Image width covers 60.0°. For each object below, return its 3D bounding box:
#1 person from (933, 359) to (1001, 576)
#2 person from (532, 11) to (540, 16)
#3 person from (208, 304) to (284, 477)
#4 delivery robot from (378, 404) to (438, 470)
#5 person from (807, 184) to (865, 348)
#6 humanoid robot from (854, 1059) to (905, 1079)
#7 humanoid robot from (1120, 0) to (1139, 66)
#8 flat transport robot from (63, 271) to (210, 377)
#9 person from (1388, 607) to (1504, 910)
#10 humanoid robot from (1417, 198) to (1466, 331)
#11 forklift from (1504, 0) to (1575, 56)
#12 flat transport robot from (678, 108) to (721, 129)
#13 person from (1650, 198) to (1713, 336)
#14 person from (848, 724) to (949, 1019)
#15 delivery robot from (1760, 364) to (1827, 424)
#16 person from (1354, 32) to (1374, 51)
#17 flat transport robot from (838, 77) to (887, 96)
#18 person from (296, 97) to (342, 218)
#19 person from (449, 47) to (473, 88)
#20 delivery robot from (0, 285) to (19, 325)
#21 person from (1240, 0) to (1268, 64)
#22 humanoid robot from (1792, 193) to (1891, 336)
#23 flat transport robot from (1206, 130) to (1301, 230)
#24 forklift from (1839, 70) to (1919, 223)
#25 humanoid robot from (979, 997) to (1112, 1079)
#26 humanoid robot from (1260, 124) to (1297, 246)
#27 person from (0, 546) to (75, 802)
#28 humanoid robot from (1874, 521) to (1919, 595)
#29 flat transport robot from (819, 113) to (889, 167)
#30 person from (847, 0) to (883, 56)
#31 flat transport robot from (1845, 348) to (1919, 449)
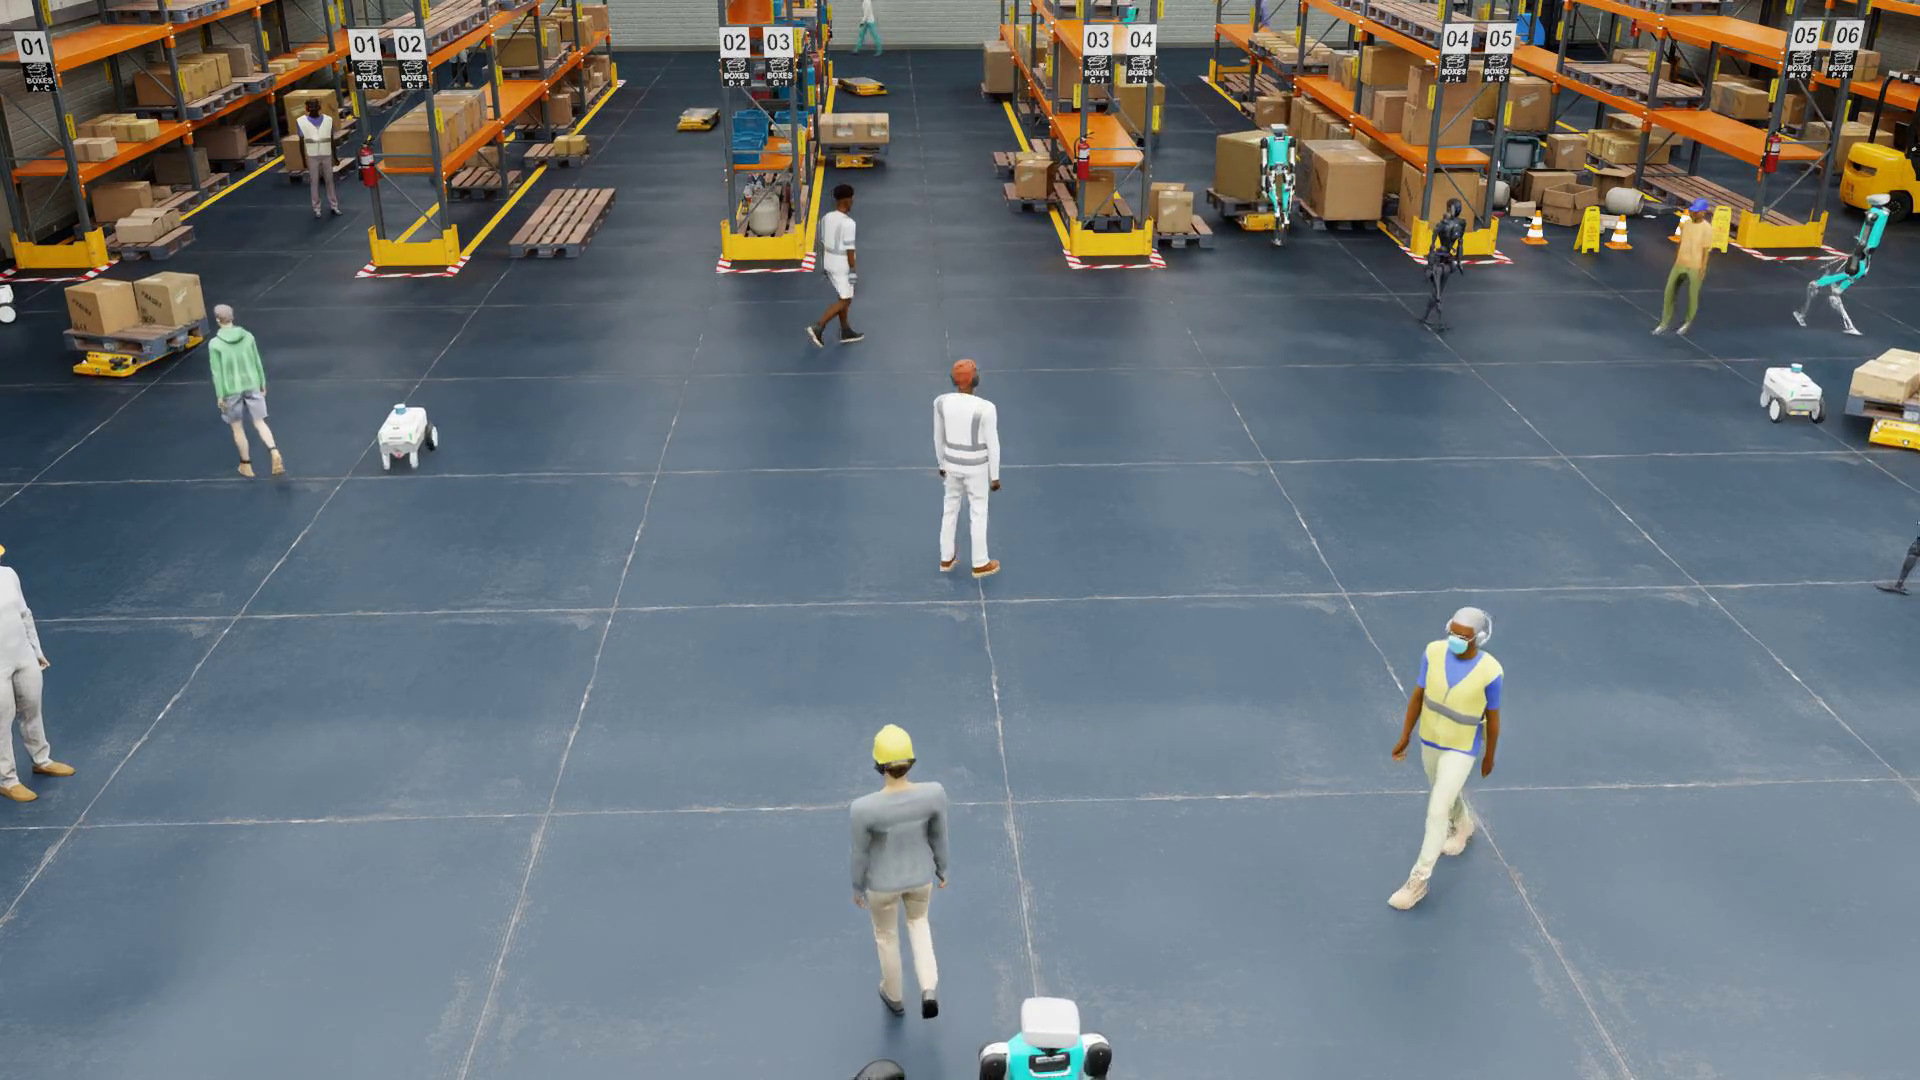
[{"bbox_3d":[0.054,-0.584,13.822,0.612,1.870,0.355,11,26,24],"label":"person"},{"bbox_3d":[-10.485,-12.616,40.867,0.386,1.859,0.517,-4,24,-8],"label":"person"},{"bbox_3d":[-6.789,-1.381,15.787,0.483,1.728,0.654,-21,32,-39],"label":"person"},{"bbox_3d":[-5.508,-1.051,16.469,0.499,0.583,0.767,-2,24,-5],"label":"delivery robot"},{"bbox_3d":[-1.486,-3.232,19.682,0.744,1.944,0.617,-14,27,-28],"label":"person"},{"bbox_3d":[-0.277,2.729,6.594,0.585,1.649,0.343,21,31,38],"label":"humanoid robot"},{"bbox_3d":[3.836,-11.900,39.496,0.539,1.857,0.745,-17,29,-33],"label":"humanoid robot"},{"bbox_3d":[-9.613,-2.226,19.473,0.659,0.231,1.431,6,25,12],"label":"flat transport robot"},{"bbox_3d":[2.908,1.198,9.852,0.997,1.849,0.514,-21,32,-39],"label":"person"},{"bbox_3d":[5.963,-3.381,20.369,0.591,1.630,0.712,-14,27,-28],"label":"humanoid robot"},{"bbox_3d":[14.700,-13.805,42.301,1.873,2.768,1.129,-1,24,-2],"label":"forklift"},{"bbox_3d":[-5.265,-8.521,33.620,0.659,0.231,1.431,0,24,1],"label":"flat transport robot"},{"bbox_3d":[8.722,-3.261,20.036,0.733,1.688,0.482,-17,29,-34],"label":"person"},{"bbox_3d":[-0.309,1.769,8.662,0.540,1.750,0.470,-9,25,-19],"label":"person"},{"bbox_3d":[8.818,-1.554,17.618,0.499,0.599,0.774,1,24,2],"label":"delivery robot"},{"bbox_3d":[8.966,-10.945,37.160,0.545,1.819,0.946,0,24,1],"label":"person"},{"bbox_3d":[-2.208,-10.201,37.393,0.659,0.231,1.431,-10,26,-21],"label":"flat transport robot"},{"bbox_3d":[-10.008,-5.987,25.983,0.564,1.847,0.388,-16,29,-32],"label":"person"},{"bbox_3d":[-11.369,-11.087,37.632,0.530,1.693,0.321,2,24,5],"label":"person"},{"bbox_3d":[-12.182,-2.957,20.785,0.783,0.611,0.519,-14,28,-28],"label":"delivery robot"},{"bbox_3d":[7.307,-12.693,41.165,0.800,1.762,0.636,-2,24,-5],"label":"person"},{"bbox_3d":[10.705,-3.404,20.341,0.532,1.771,0.964,-22,32,-40],"label":"humanoid robot"},{"bbox_3d":[4.543,-5.078,25.882,0.659,0.231,1.431,-4,24,-8],"label":"flat transport robot"},{"bbox_3d":[15.132,-6.143,25.915,2.313,2.155,1.214,-1,24,-2],"label":"forklift"},{"bbox_3d":[0.362,2.714,6.594,0.549,1.816,0.666,-4,24,-9],"label":"humanoid robot"},{"bbox_3d":[4.658,-5.063,24.103,0.540,1.800,0.864,-2,24,-5],"label":"humanoid robot"},{"bbox_3d":[-6.151,0.791,10.706,0.378,1.888,0.564,8,25,17],"label":"person"},{"bbox_3d":[7.951,-0.224,13.331,0.789,1.651,0.585,14,28,29],"label":"humanoid robot"},{"bbox_3d":[-1.898,-6.962,30.116,0.659,0.231,1.431,-1,24,-2],"label":"flat transport robot"},{"bbox_3d":[-2.394,-13.182,42.318,0.964,1.707,0.514,-8,25,-17],"label":"person"},{"bbox_3d":[9.890,-1.254,17.291,0.659,0.231,1.431,13,27,27],"label":"flat transport robot"}]
